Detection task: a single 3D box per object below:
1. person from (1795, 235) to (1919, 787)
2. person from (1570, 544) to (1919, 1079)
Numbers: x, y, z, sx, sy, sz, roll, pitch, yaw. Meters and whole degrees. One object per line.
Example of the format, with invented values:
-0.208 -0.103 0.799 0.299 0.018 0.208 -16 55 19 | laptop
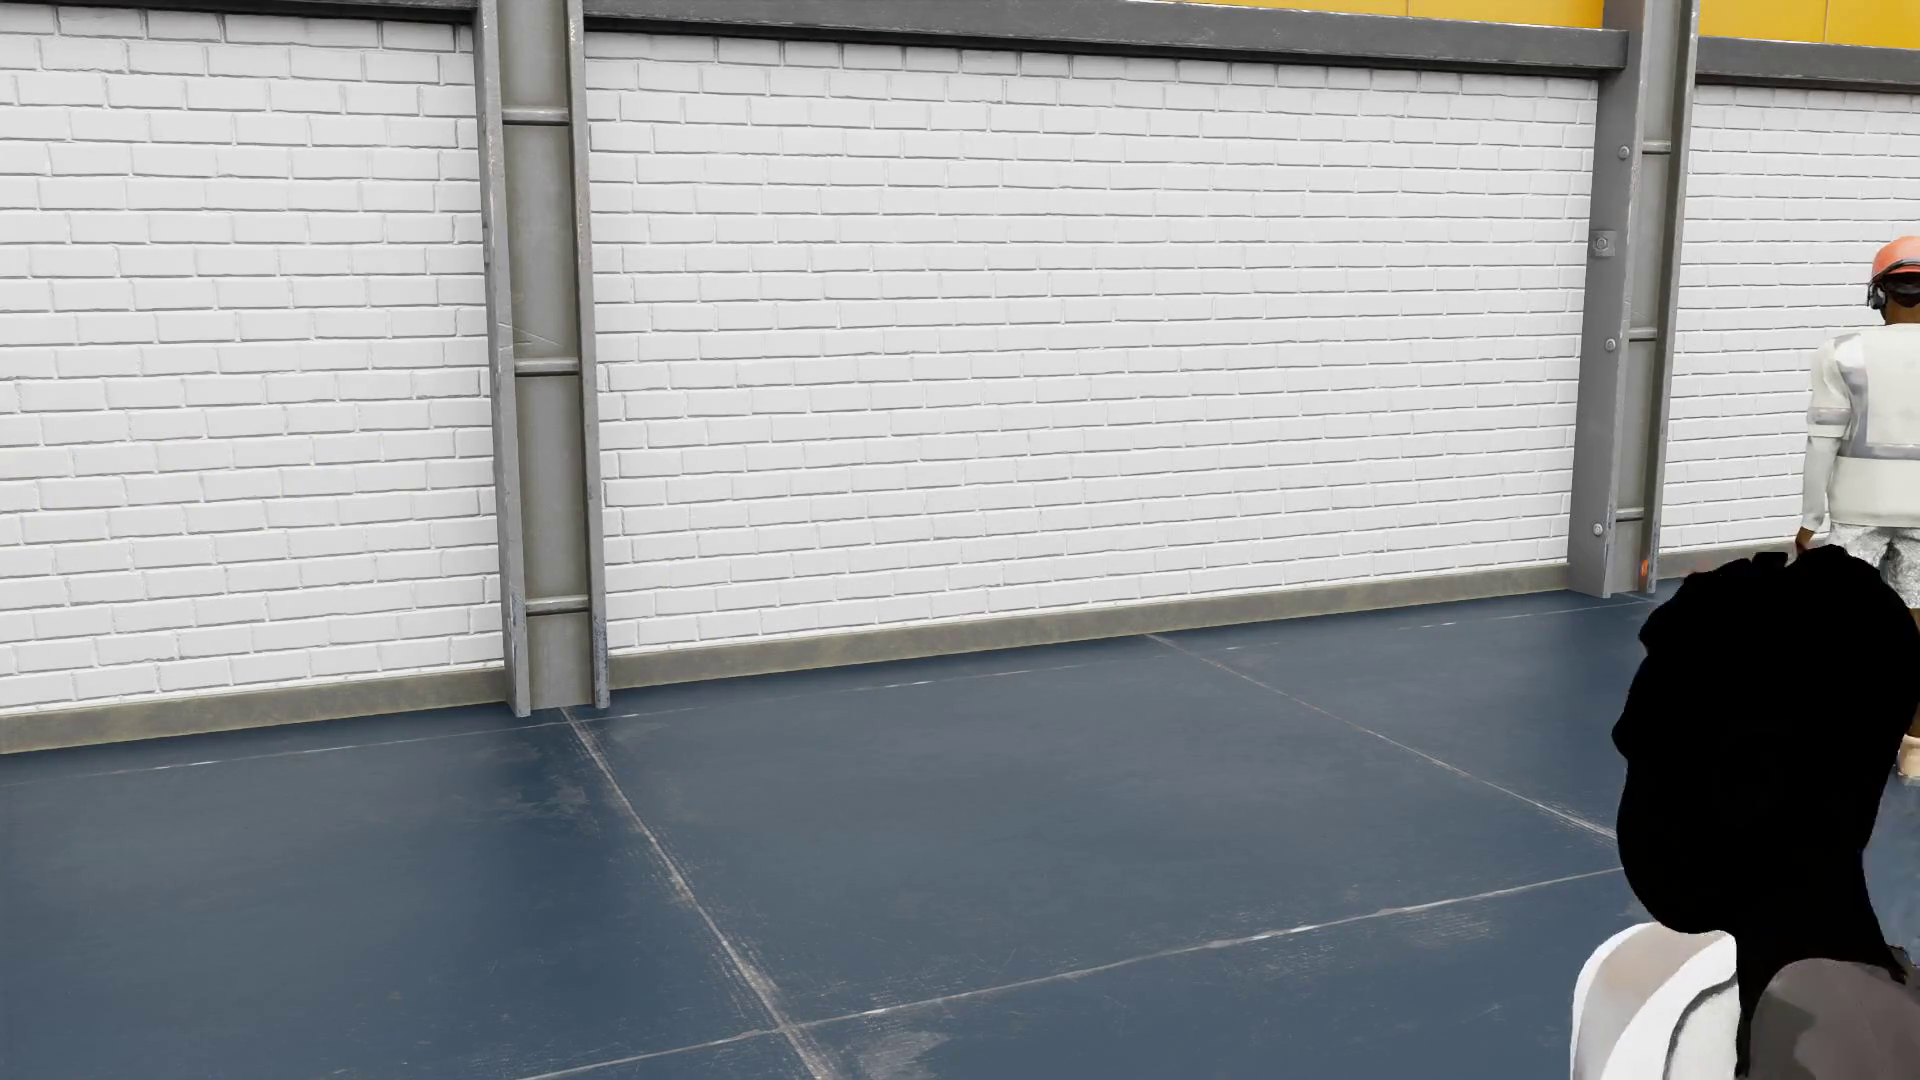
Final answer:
3.439 -0.101 6.186 0.610 2.030 0.408 3 11 17 | person
0.489 0.906 1.080 0.417 1.866 0.599 -1 10 -5 | person
